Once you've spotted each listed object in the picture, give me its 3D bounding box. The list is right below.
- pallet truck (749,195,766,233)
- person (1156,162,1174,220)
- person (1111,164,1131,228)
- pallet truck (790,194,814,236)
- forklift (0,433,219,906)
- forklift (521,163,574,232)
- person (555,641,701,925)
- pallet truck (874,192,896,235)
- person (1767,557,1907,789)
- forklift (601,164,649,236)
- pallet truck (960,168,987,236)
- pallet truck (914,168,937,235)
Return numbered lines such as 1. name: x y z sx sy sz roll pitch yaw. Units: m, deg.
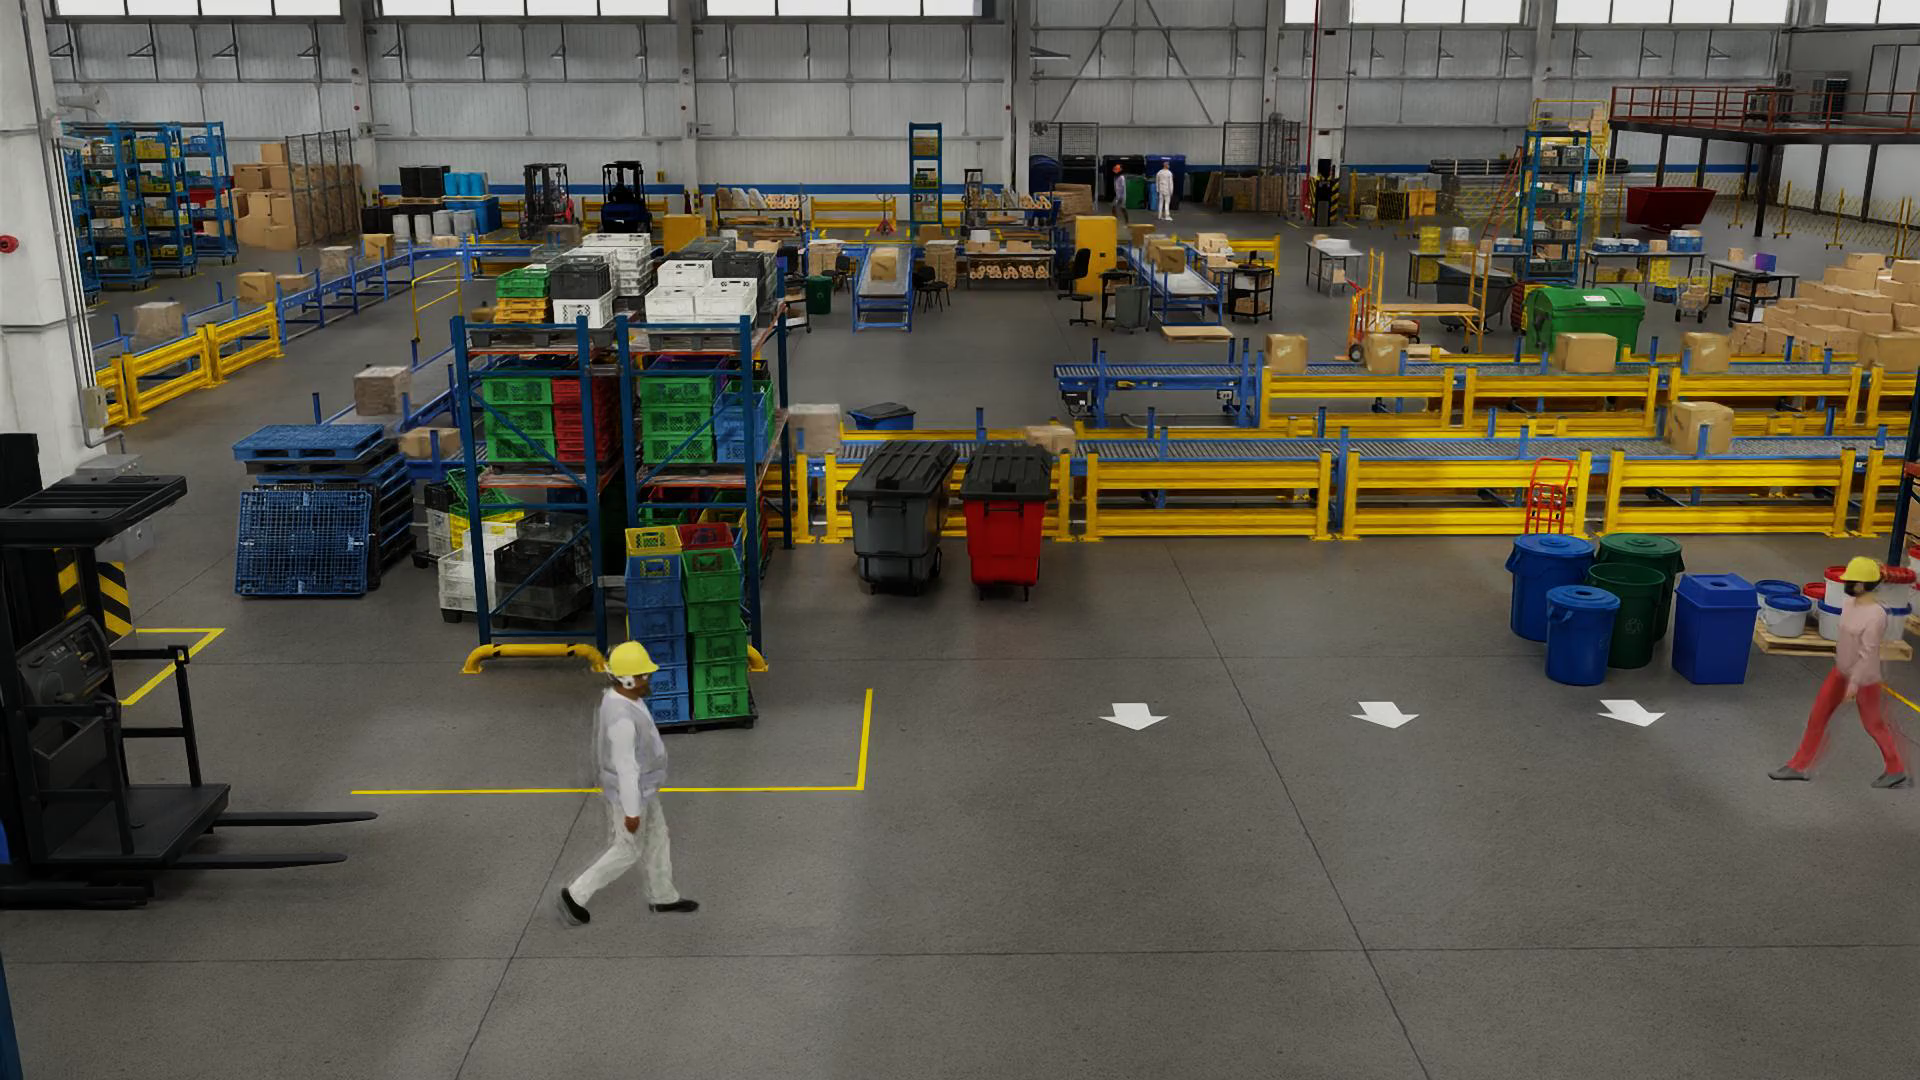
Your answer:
1. pallet truck: -6.051 -9.967 50.660 0.680 1.201 1.601 0 16 -1
2. person: 6.767 -11.493 54.795 0.403 1.898 0.694 -15 22 -41
3. person: 4.945 -10.699 51.844 0.983 1.982 0.633 -7 18 -24
4. pallet truck: -4.814 -9.883 50.259 0.704 1.261 1.522 -1 16 -3
5. forklift: -5.952 0.780 10.366 1.873 2.768 1.129 0 16 -1
6. forklift: -12.233 -10.122 49.298 1.157 1.987 2.680 0 16 -1
7. person: -2.014 1.466 9.909 0.782 1.808 0.596 -2 16 -8
8. pallet truck: -2.277 -9.986 50.594 0.653 1.274 1.630 0 16 -1
9. person: 6.392 0.953 11.834 0.915 1.722 0.527 -1 16 -3
10. forklift: -9.948 -10.127 49.296 1.157 1.987 2.680 -1 16 -3
11. pallet truck: 0.383 -10.230 50.206 0.823 1.965 1.885 -1 16 -3
12. pallet truck: -0.989 -10.316 50.507 0.823 1.965 1.885 1 16 3
